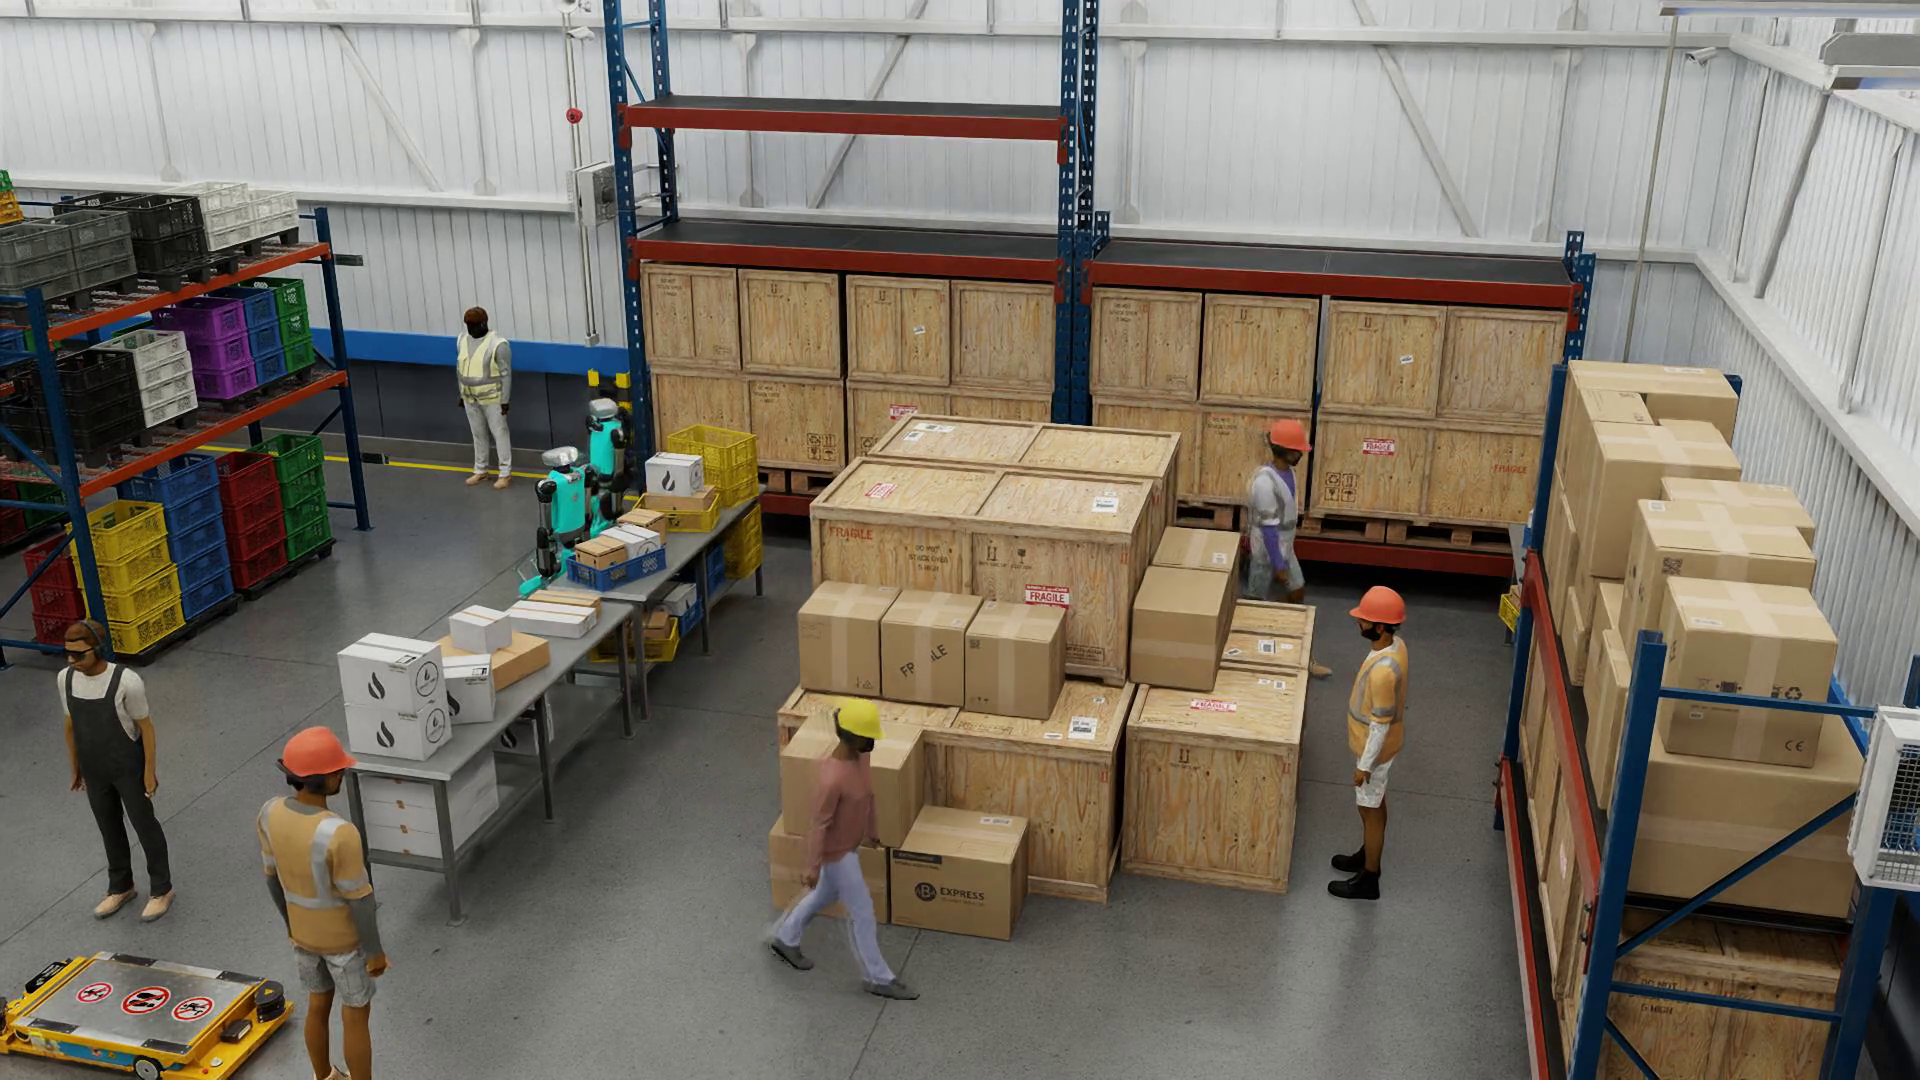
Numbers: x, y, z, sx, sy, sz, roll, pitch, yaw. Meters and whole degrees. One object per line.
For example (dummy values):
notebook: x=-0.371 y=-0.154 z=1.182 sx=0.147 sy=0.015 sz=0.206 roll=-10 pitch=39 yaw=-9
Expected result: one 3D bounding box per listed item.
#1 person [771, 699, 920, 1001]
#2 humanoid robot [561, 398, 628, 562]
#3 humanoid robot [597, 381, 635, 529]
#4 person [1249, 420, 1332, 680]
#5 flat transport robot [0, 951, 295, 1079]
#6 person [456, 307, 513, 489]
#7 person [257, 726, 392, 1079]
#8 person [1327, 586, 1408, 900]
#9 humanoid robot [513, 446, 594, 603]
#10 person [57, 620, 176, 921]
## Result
person: x=-0.660 y=1.605 z=8.816 sx=0.881 sy=1.714 sz=0.546 roll=6 pitch=22 yaw=15
humanoid robot: x=-3.157 y=-0.221 z=13.625 sx=0.916 sy=1.806 sz=0.555 roll=-17 pitch=27 yaw=-37
humanoid robot: x=-3.062 y=-0.599 z=14.725 sx=0.752 sy=1.652 sz=0.600 roll=10 pitch=23 yaw=25
person: x=2.369 y=0.067 z=12.434 sx=0.892 sy=2.006 sz=0.614 roll=15 pitch=25 yaw=34
flat transport robot: x=-4.270 y=2.464 z=8.601 sx=1.431 sy=0.231 sz=0.659 roll=5 pitch=22 yaw=13
person: x=-4.741 y=-1.416 z=16.551 sx=0.628 sy=1.839 sz=0.429 roll=8 pitch=22 yaw=21
person: x=-2.939 y=1.814 z=7.822 sx=0.613 sy=2.039 sz=0.384 roll=11 pitch=24 yaw=27
person: x=2.376 y=1.173 z=9.639 sx=0.357 sy=1.939 sz=0.542 roll=7 pitch=22 yaw=18
humanoid robot: x=-3.134 y=0.068 z=12.624 sx=0.735 sy=1.677 sz=0.533 roll=12 pitch=24 yaw=29
person: x=-4.805 y=1.302 z=9.430 sx=0.513 sy=1.844 sz=0.334 roll=3 pitch=21 yaw=7
